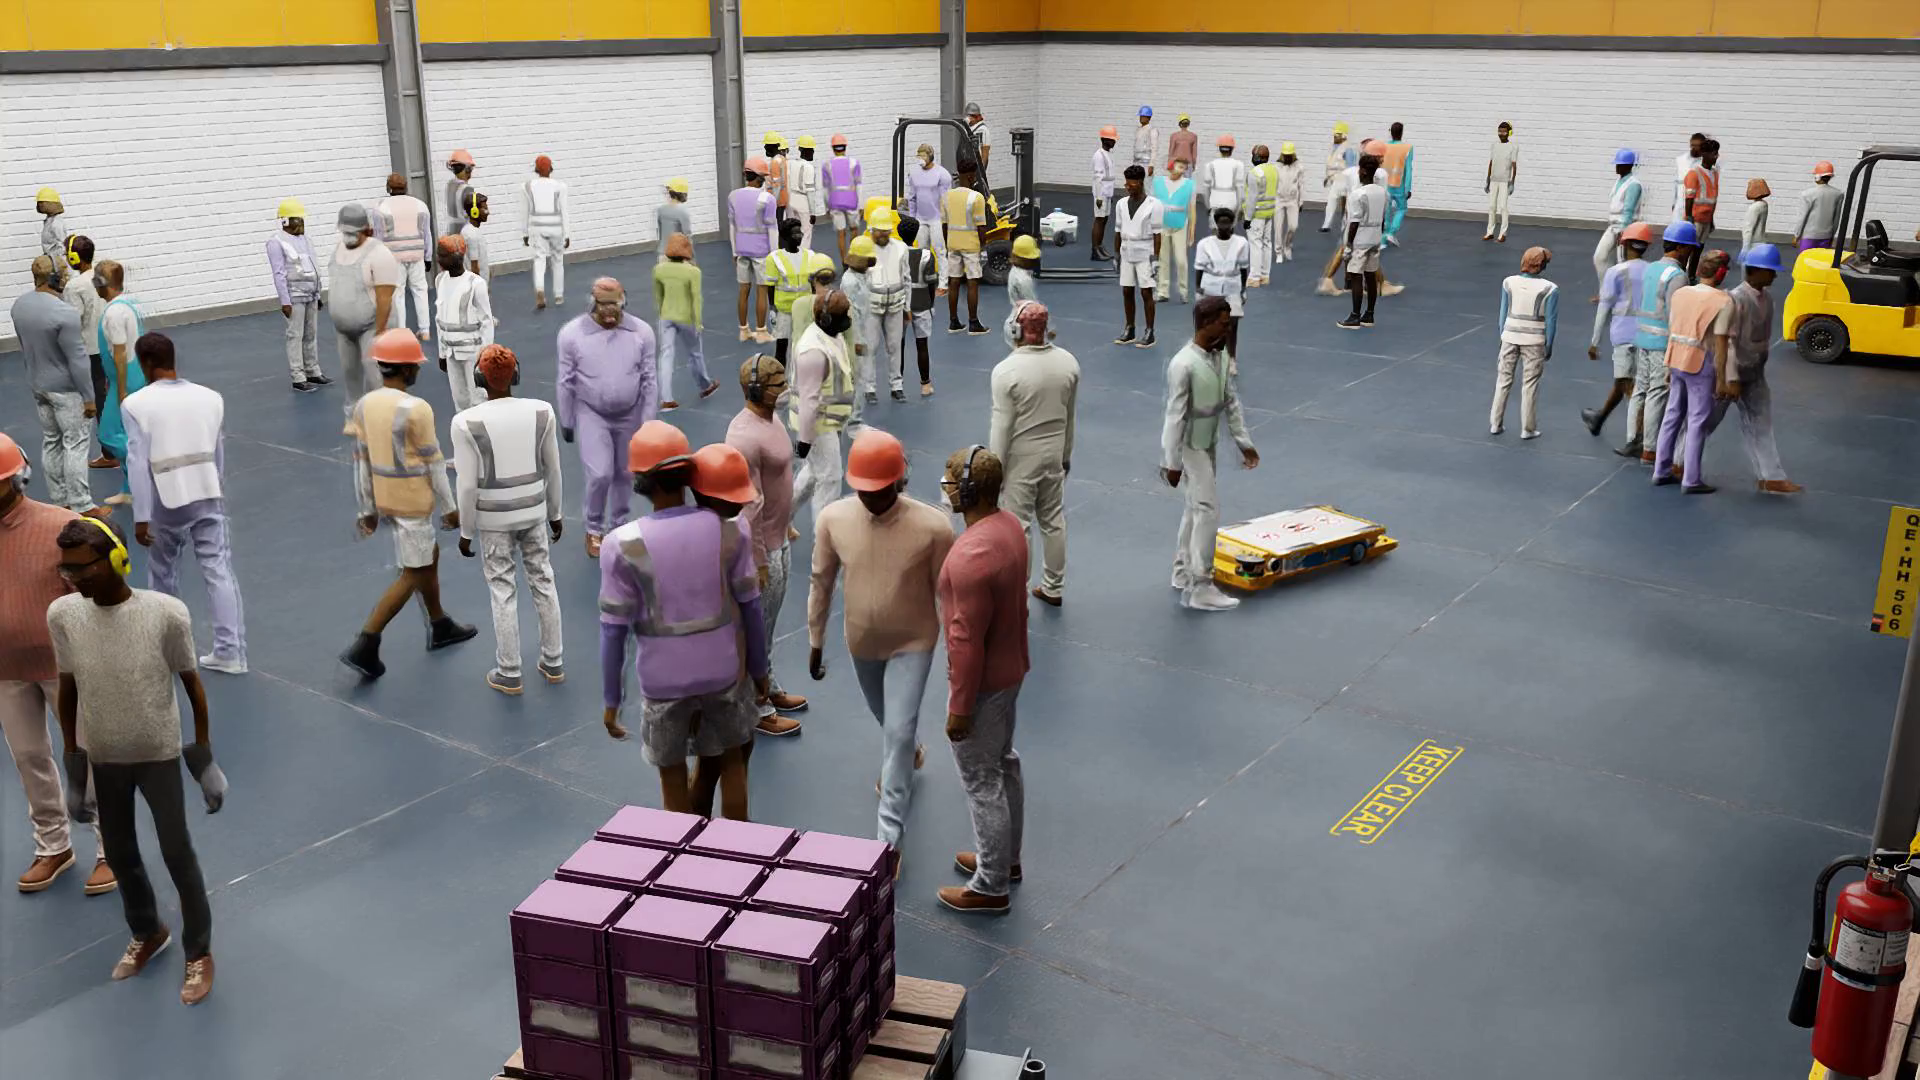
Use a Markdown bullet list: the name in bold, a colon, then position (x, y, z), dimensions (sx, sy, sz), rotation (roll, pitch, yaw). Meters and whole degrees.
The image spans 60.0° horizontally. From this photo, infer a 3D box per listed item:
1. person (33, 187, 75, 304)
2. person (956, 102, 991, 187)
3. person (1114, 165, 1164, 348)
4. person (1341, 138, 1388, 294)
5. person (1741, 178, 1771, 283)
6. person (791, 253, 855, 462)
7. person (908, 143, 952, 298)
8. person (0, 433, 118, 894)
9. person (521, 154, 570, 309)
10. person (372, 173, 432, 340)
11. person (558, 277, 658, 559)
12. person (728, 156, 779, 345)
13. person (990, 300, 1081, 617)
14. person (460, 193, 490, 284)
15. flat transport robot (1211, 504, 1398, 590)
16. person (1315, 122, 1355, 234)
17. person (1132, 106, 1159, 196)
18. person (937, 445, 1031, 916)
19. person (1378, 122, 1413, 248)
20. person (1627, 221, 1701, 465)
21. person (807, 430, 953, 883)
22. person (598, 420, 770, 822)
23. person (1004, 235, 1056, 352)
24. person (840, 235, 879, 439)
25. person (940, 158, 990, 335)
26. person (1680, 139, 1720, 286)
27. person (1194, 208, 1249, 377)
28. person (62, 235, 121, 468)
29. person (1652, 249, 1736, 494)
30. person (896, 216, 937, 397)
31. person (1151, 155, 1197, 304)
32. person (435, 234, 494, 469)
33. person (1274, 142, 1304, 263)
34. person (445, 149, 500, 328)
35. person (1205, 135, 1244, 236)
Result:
- **person**: position (-9.602, -2.873, 17.722), dimensions (0.289, 1.746, 0.486), rotation (-13, 22, -35)
- **person**: position (0.197, -6.350, 28.118), dimensions (0.536, 2.000, 0.678), rotation (-9, 20, -27)
- **person**: position (1.912, -3.072, 18.017), dimensions (0.616, 1.951, 0.388), rotation (15, 23, 38)
- **person**: position (5.189, -4.147, 21.348), dimensions (0.613, 1.965, 0.361), rotation (12, 21, 34)
- **person**: position (9.422, -3.475, 19.800), dimensions (0.272, 1.627, 0.502), rotation (15, 23, 38)
- **person**: position (-1.067, -1.342, 12.927), dimensions (0.543, 1.741, 0.432), rotation (-10, 20, -27)
- **person**: position (-0.385, -4.055, 21.131), dimensions (0.631, 1.931, 0.382), rotation (12, 21, 33)
- **person**: position (-3.780, 0.506, 6.783), dimensions (0.621, 1.980, 0.409), rotation (-1, 18, -2)
- **person**: position (-5.069, -3.763, 20.337), dimensions (0.586, 1.859, 0.857), rotation (-2, 18, -5)
- **person**: position (-6.098, -3.083, 18.240), dimensions (0.633, 1.840, 0.430), rotation (-13, 22, -35)
- **person**: position (-2.305, -0.803, 11.035), dimensions (0.659, 1.877, 0.516), rotation (-8, 20, -24)
- **person**: position (-2.217, -3.146, 18.123), dimensions (0.613, 2.031, 0.410), rotation (9, 20, 27)
- **person**: position (0.411, -0.489, 10.004), dimensions (0.650, 1.906, 0.403), rotation (-14, 22, -37)
- **person**: position (-4.652, -2.416, 16.113), dimensions (0.324, 1.862, 0.511), rotation (-5, 19, -16)
- **flat transport robot**: position (2.192, 0.024, 11.043), dimensions (1.431, 0.197, 0.652), rotation (-13, 22, -35)
- **person**: position (6.241, -5.918, 27.159), dimensions (0.826, 1.802, 0.588), rotation (-4, 18, -11)
- **person**: position (3.180, -6.507, 28.755), dimensions (0.379, 1.951, 0.605), rotation (-11, 21, -30)
- **person**: position (0.095, 0.563, 6.679), dimensions (0.364, 1.932, 0.636), rotation (5, 18, 16)
- **person**: position (6.617, -5.408, 25.402), dimensions (0.609, 1.900, 0.463), rotation (13, 22, 35)
- **person**: position (5.643, -1.581, 13.355), dimensions (0.398, 1.945, 0.604), rotation (-1, 18, -2)
- **person**: position (-0.316, 0.392, 7.251), dimensions (0.657, 1.921, 1.106), rotation (5, 18, 14)
- **person**: position (-1.120, 0.526, 6.643), dimensions (0.728, 2.025, 0.496), rotation (-9, 20, -26)
- **person**: position (0.593, -1.819, 14.500), dimensions (0.419, 1.697, 0.561), rotation (-1, 18, -4)
- **person**: position (-0.850, -1.722, 14.135), dimensions (0.358, 1.728, 0.515), rotation (5, 18, 16)
- **person**: position (0.065, -3.285, 18.659), dimensions (0.603, 1.962, 0.368), rotation (13, 22, 35)
- **person**: position (9.465, -4.124, 21.277), dimensions (0.608, 1.965, 0.365), rotation (-13, 22, -35)
- **person**: position (2.595, -2.437, 16.482), dimensions (0.549, 1.664, 0.786), rotation (1, 18, 3)
- **person**: position (-6.846, -1.490, 13.219), dimensions (0.338, 1.861, 0.513), rotation (5, 18, 16)
- **person**: position (5.528, -1.265, 12.550), dimensions (0.396, 1.835, 0.565), rotation (-6, 19, -19)
- **person**: position (-0.480, -2.181, 15.633), dimensions (0.536, 1.696, 0.322), rotation (1, 18, 3)
- **person**: position (2.636, -3.839, 20.624), dimensions (0.607, 1.822, 0.385), rotation (8, 19, 22)
- **person**: position (-3.892, -1.456, 13.066), dimensions (0.584, 1.881, 0.337), rotation (12, 21, 33)
- **person**: position (4.679, -4.845, 23.907), dimensions (0.512, 1.726, 0.391), rotation (2, 18, 7)
- **person**: position (-5.568, -3.441, 19.056), dimensions (0.541, 2.027, 0.610), rotation (-16, 24, -40)
- **person**: position (3.680, -4.678, 23.167), dimensions (0.556, 1.870, 1.038), rotation (5, 18, 16)
